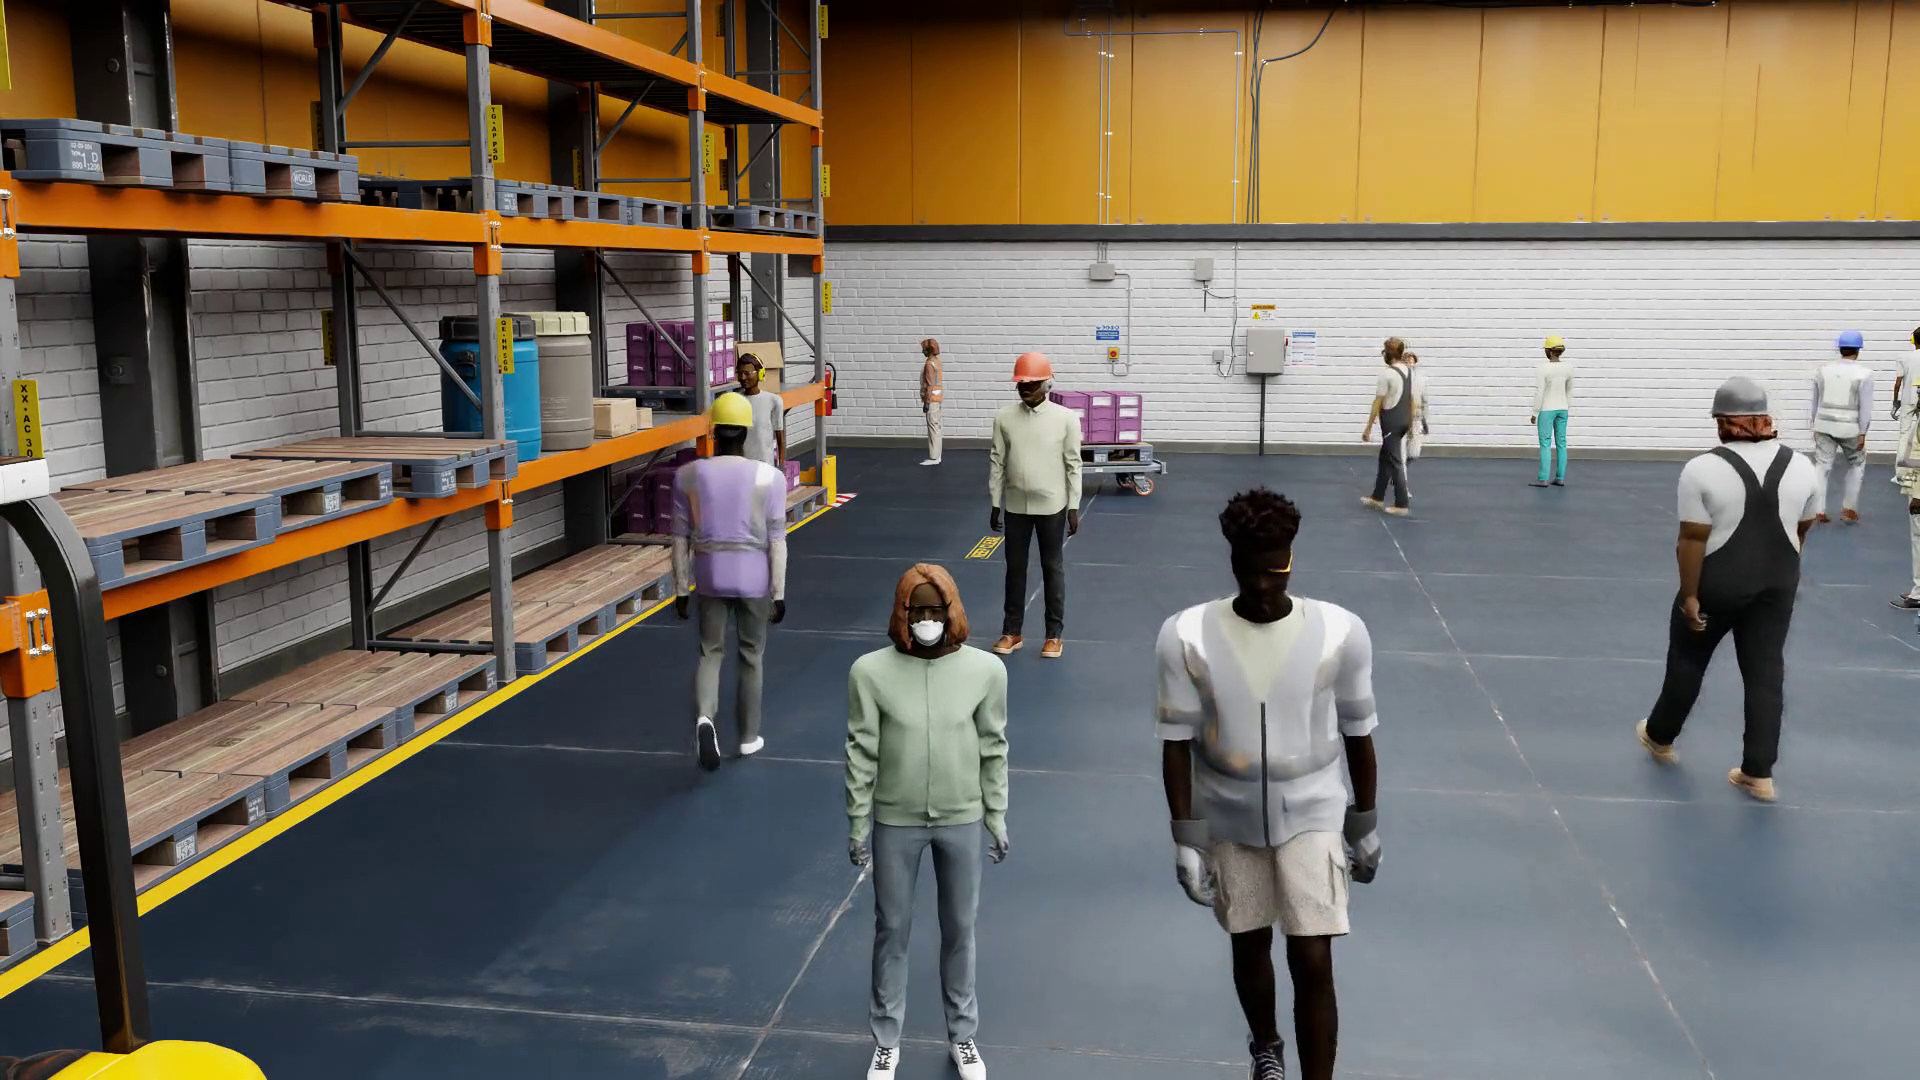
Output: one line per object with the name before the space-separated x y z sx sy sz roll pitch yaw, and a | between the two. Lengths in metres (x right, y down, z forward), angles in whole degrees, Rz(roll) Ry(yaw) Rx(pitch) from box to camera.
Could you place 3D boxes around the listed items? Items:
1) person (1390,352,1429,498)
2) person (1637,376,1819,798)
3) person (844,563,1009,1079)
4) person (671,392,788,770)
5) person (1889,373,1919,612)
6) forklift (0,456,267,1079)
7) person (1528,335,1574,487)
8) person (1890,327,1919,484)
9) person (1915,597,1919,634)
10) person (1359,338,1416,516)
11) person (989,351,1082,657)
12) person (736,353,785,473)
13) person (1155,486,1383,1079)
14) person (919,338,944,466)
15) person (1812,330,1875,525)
person | 4.930 -1.297 18.534 0.513 1.619 0.601 -3 10 -16
person | 3.774 0.171 8.194 0.693 2.000 0.971 0 9 0
person | -0.099 0.875 5.105 0.507 1.633 0.276 -1 9 -7
person | -1.164 0.215 8.358 0.591 1.907 0.730 0 9 3
person | 7.121 -0.383 12.251 0.404 1.830 0.603 9 13 43
forklift | -2.328 0.975 2.765 2.313 2.155 1.214 1 9 9
person | 6.853 -1.489 19.278 0.522 1.769 0.311 -4 10 -21
person | 11.229 -1.582 19.534 0.514 1.872 0.328 4 10 24
person | 5.052 0.388 8.201 0.504 1.616 0.683 1 9 4
person | 4.366 -1.169 17.170 0.512 1.817 0.820 -8 12 -41
person | 0.477 -0.226 10.791 0.621 1.990 0.396 3 10 20
person | -1.622 -0.528 13.065 0.530 1.860 0.311 2 9 12
person | 0.857 0.810 4.638 0.643 1.920 0.823 2 9 12
person | -0.364 -1.776 21.448 0.307 1.637 0.511 2 9 9
person | 8.693 -1.097 16.382 0.689 1.924 0.618 -8 12 -40
